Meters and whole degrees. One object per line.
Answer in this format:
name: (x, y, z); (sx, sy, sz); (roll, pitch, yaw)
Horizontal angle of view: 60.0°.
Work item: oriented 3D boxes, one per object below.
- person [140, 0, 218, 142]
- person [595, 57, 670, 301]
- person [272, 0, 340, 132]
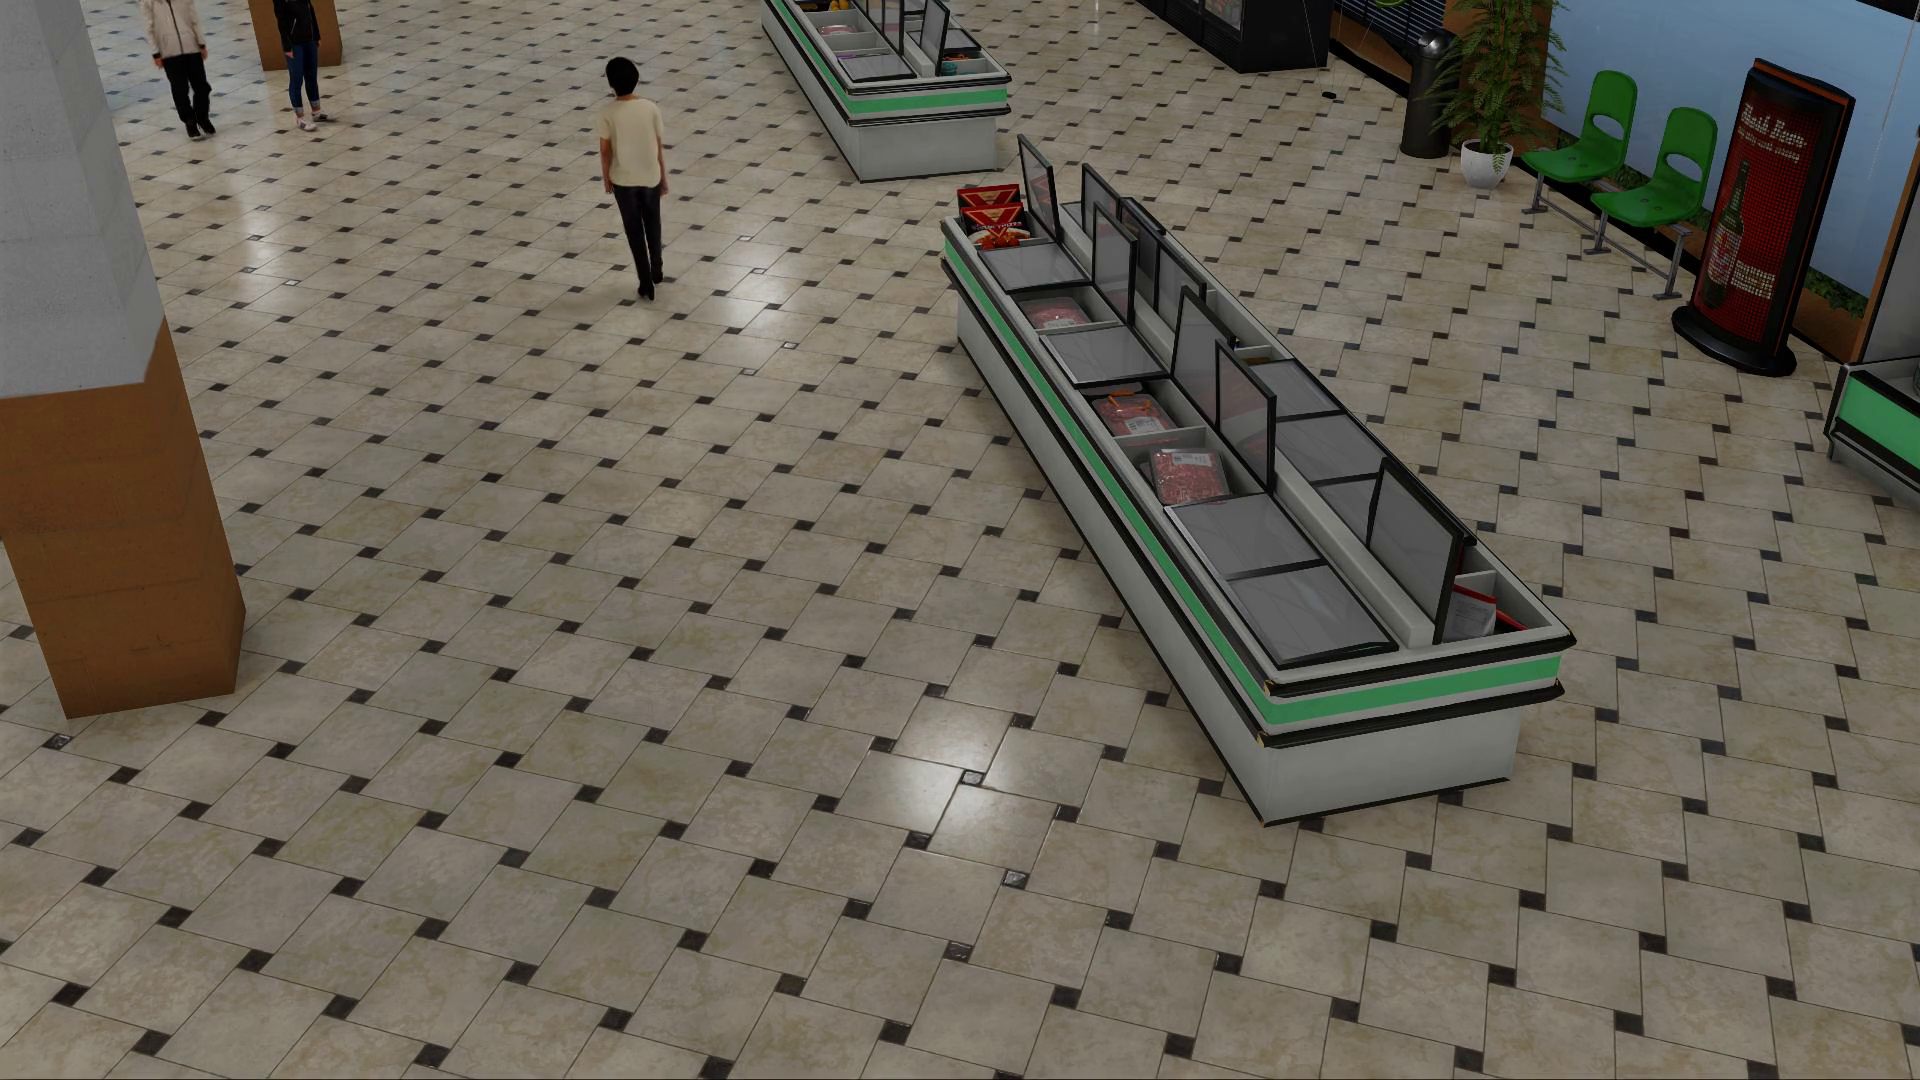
person: (-6.448, -4.039, 13.695); (0.663, 1.444, 0.627); (-22, 38, -31)
person: (-2.074, -2.304, 10.783); (0.648, 1.574, 0.640); (-14, 35, -22)
person: (-5.546, -4.200, 13.919); (0.687, 1.481, 0.602); (12, 34, 19)
